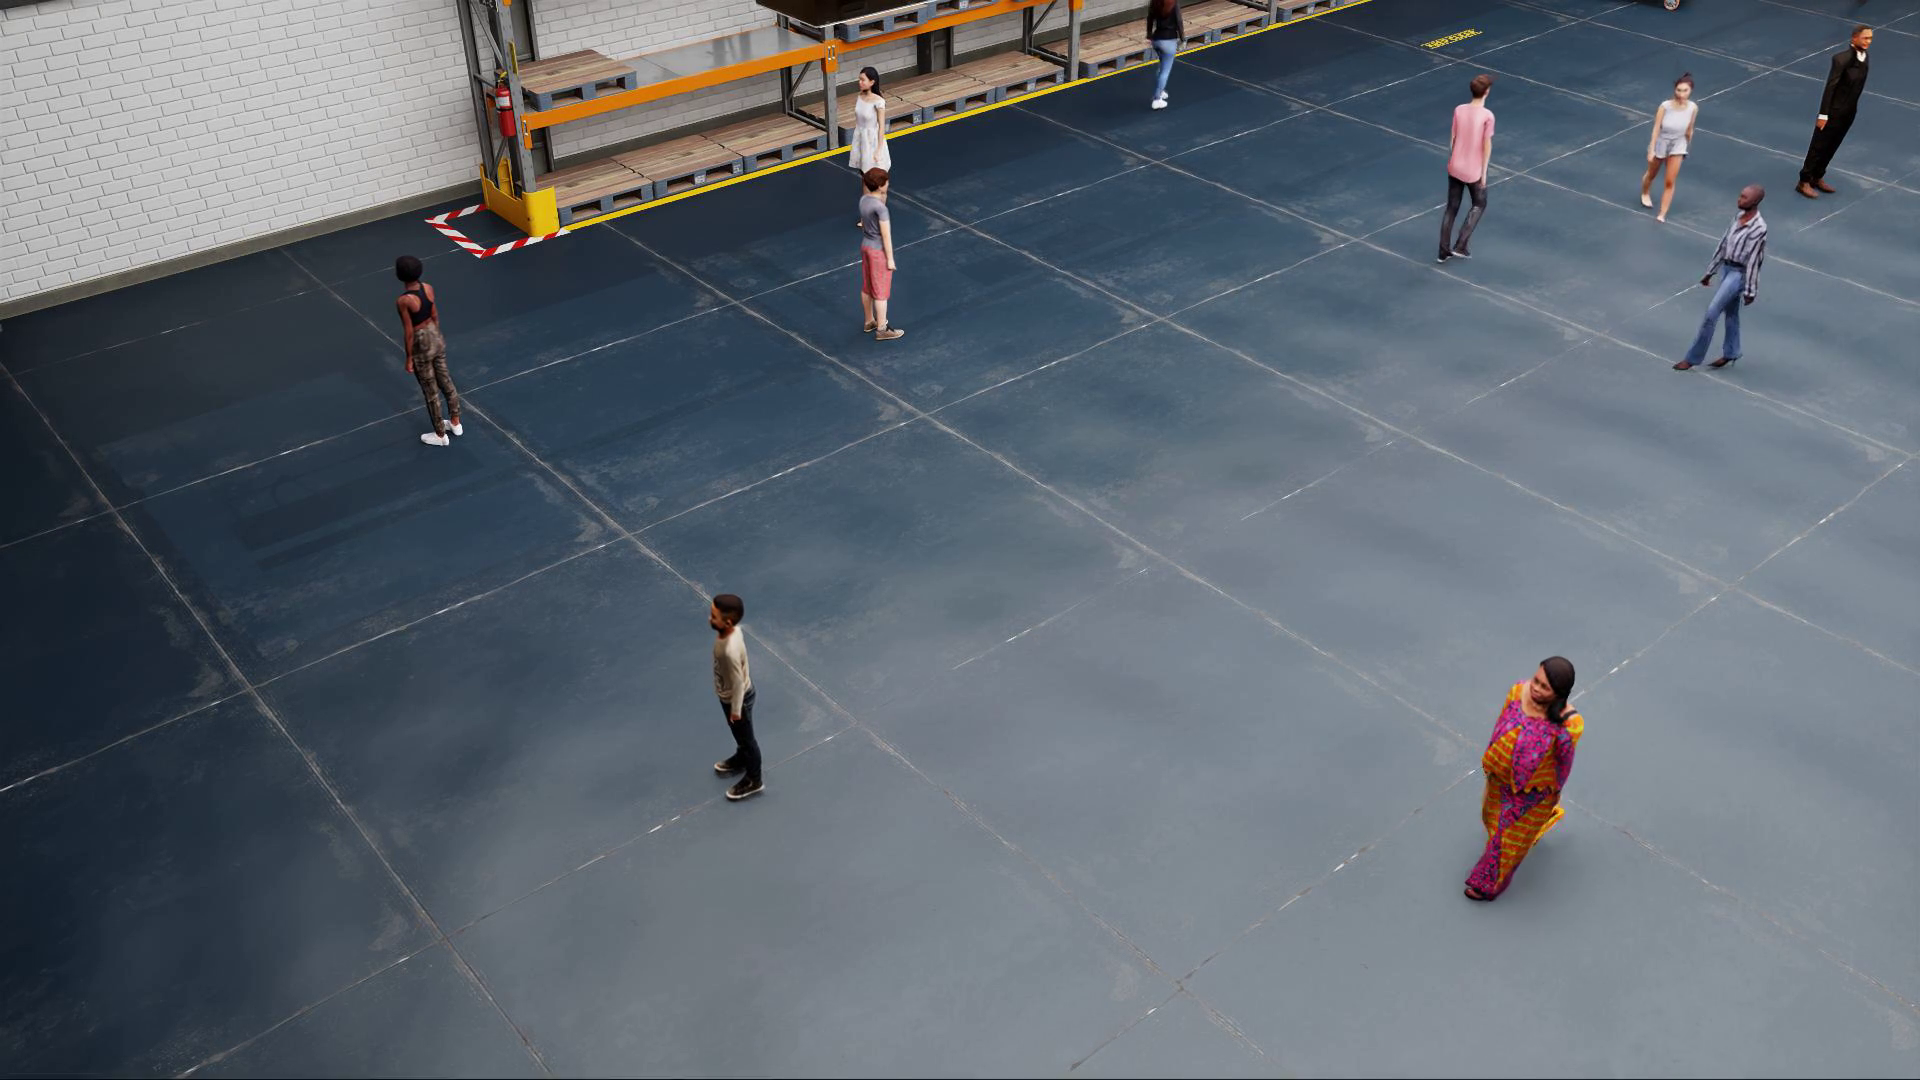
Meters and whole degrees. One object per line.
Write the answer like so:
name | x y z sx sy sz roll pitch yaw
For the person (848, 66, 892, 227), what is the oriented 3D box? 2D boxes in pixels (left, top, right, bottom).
person | -0.956 -4.163 17.714 0.631 1.775 0.646 -27 42 -34

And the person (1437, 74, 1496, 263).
person | 5.091 -3.727 16.902 0.628 1.946 0.662 -29 43 -36

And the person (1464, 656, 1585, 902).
person | 3.294 1.312 9.582 1.073 1.658 0.749 -19 38 -26

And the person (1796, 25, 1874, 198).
person | 9.791 -4.798 18.553 0.598 1.904 0.806 -18 38 -25

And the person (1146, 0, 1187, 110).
person | 2.533 -6.265 21.016 0.670 1.619 0.644 -25 41 -32

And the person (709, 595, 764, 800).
person | -1.391 0.945 10.310 0.608 1.463 0.618 -11 35 -15

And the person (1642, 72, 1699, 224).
person | 7.697 -4.300 18.091 0.992 1.585 1.147 5 34 8

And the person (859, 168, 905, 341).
person | -0.788 -2.693 15.614 0.550 1.651 0.596 -20 39 -28

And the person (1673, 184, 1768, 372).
person | 7.054 -2.331 14.963 1.064 1.768 0.969 -2 34 -3

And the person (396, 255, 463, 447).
person | -4.473 -1.595 13.919 0.708 1.699 0.585 15 36 21
